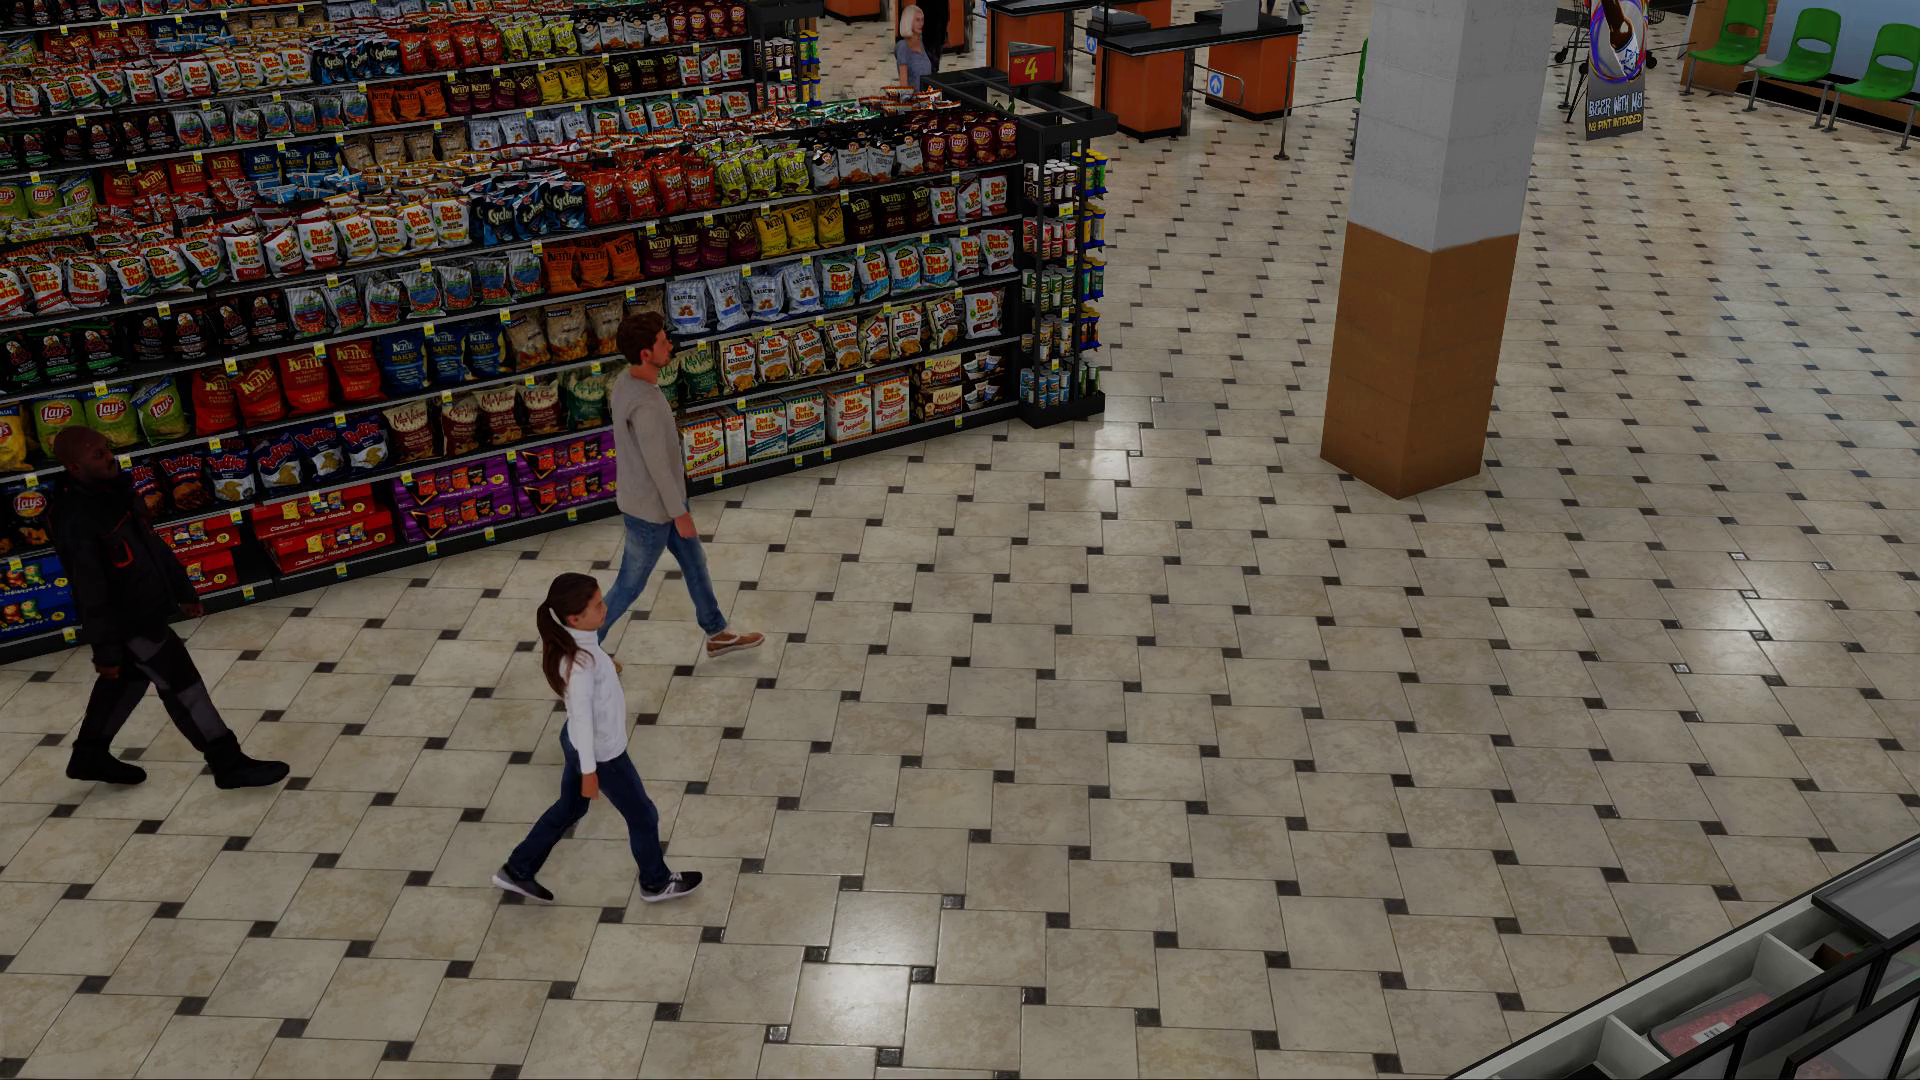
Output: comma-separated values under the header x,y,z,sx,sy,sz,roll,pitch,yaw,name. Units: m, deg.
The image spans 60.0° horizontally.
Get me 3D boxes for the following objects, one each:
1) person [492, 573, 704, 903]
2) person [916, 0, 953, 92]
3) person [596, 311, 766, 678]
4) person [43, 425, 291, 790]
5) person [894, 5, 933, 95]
x,y,z,sx,sy,sz,roll,pitch,yaw,name
-1.514,0.830,6.490,1.101,1.526,0.701,-8,30,-14,person
-0.386,-5.317,17.559,0.845,1.709,0.766,17,33,29,person
-1.561,-0.143,7.920,1.304,1.863,0.922,-6,29,-11,person
-3.647,0.333,7.113,1.281,1.801,0.935,-6,29,-10,person
-0.440,-3.957,15.056,0.728,1.720,0.629,13,31,22,person
